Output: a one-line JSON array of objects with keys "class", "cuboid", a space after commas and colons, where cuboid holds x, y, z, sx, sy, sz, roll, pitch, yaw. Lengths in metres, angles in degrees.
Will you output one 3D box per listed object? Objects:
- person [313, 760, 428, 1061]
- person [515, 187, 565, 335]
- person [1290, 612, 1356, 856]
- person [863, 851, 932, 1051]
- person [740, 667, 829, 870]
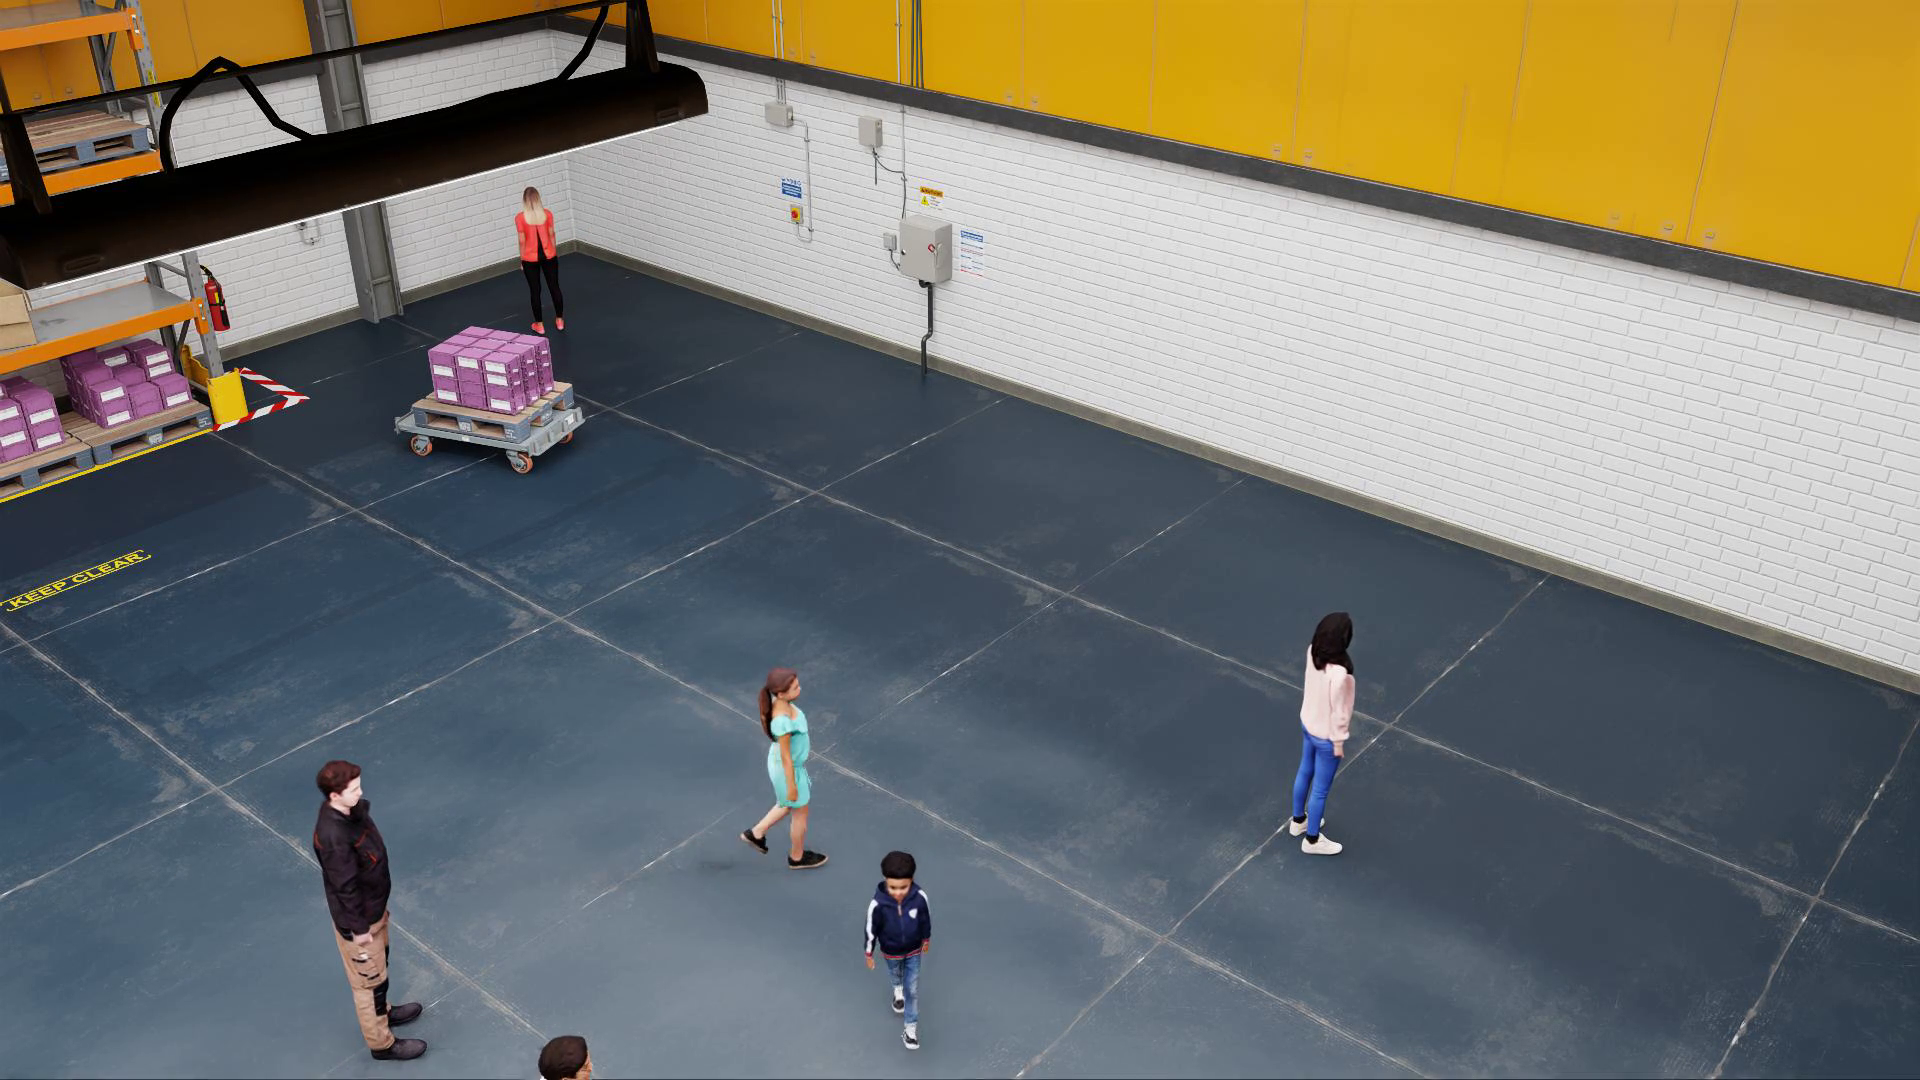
[{"class": "person", "cuboid": [-3.305, 2.025, 9.160, 0.801, 1.921, 0.792, -8, 30, -15]}, {"class": "person", "cuboid": [-4.798, -3.203, 18.982, 0.588, 1.694, 0.722, -15, 32, -25]}, {"class": "person", "cuboid": [2.345, 1.233, 10.770, 0.756, 1.770, 0.725, -6, 29, -10]}, {"class": "person", "cuboid": [-0.342, 2.258, 9.496, 0.828, 1.191, 0.897, -1, 29, -3]}, {"class": "person", "cuboid": [-1.158, 1.464, 10.581, 0.882, 1.546, 0.795, -6, 29, -10]}]
